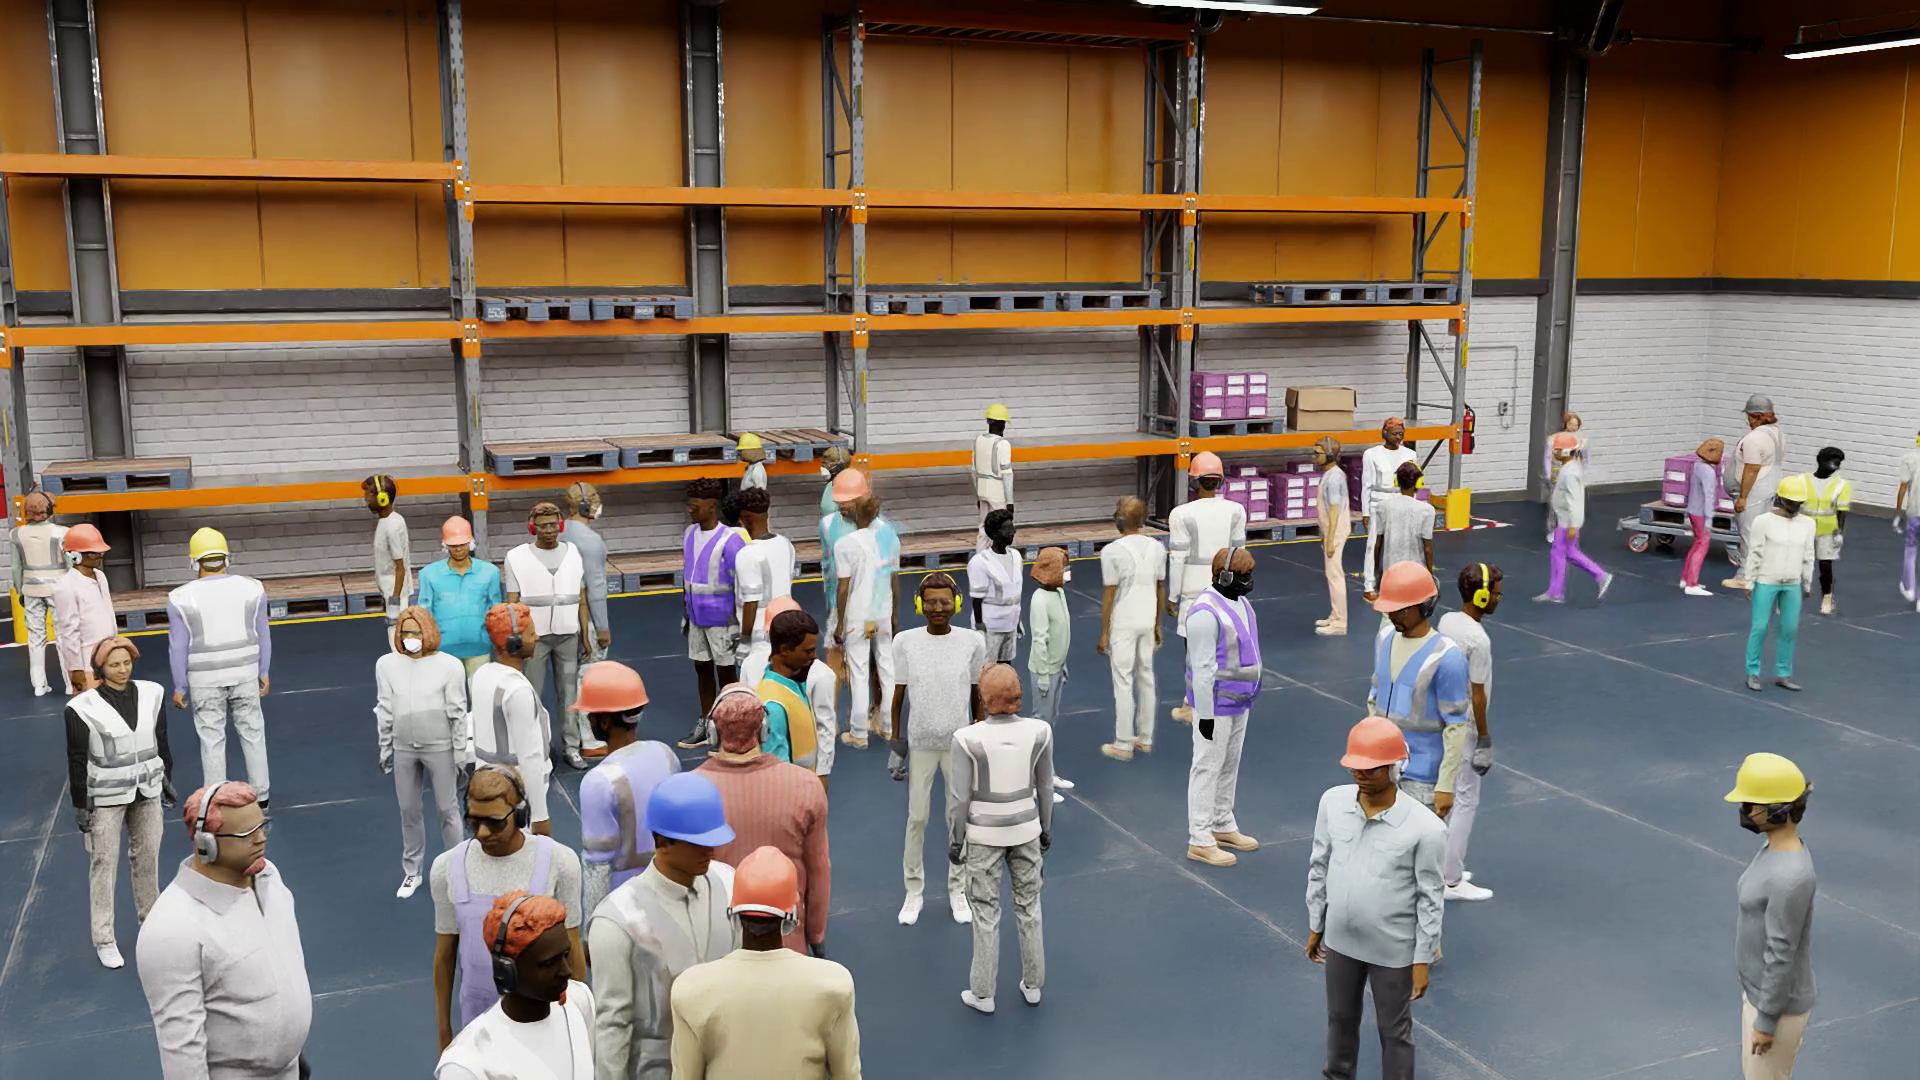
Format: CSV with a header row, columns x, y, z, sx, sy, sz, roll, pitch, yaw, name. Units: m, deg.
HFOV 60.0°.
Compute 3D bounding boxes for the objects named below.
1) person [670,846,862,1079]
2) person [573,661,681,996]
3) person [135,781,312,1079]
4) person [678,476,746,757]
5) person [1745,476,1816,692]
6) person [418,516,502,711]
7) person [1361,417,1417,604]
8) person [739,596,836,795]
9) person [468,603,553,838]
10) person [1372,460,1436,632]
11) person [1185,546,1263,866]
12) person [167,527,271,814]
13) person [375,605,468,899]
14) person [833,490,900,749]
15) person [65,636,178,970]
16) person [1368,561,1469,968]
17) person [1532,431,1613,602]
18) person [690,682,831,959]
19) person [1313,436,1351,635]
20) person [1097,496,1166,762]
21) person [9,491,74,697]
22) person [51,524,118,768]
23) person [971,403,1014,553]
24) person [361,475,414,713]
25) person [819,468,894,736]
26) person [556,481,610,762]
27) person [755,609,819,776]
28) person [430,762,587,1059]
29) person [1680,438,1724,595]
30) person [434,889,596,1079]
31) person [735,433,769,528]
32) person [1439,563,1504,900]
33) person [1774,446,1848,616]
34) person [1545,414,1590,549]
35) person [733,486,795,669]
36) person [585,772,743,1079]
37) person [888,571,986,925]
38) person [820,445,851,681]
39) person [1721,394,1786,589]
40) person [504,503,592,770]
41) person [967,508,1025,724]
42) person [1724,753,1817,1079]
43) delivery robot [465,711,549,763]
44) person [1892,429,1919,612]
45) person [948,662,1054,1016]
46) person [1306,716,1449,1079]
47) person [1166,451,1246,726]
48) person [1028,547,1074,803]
x,y,z,sx,sy,sz,roll,pitch,yaw,name
-0.580,1.774,5.018,0.574,1.749,0.333,-1,10,-6,person
-1.322,1.423,6.549,0.382,1.930,0.540,4,11,24,person
-2.217,1.671,5.172,0.409,1.909,0.641,1,10,4,person
-1.736,0.527,11.592,0.613,1.963,0.361,9,13,41,person
6.521,0.351,13.222,0.539,1.754,0.361,0,10,-1,person
-3.342,0.704,11.179,0.563,1.753,0.327,-4,11,-22,person
4.266,-0.291,16.581,0.568,1.878,0.351,-1,10,-8,person
-0.914,1.148,8.614,0.563,1.756,0.318,4,11,21,person
-2.087,1.223,7.820,0.353,1.883,0.572,-8,12,-38,person
3.533,0.294,13.246,0.510,1.862,0.327,7,12,36,person
1.524,0.942,9.593,0.429,1.837,0.624,6,12,32,person
-4.546,0.830,10.240,0.588,1.830,0.404,-7,12,-37,person
-2.903,1.146,9.015,0.493,1.625,0.280,1,10,6,person
-0.660,0.558,11.758,0.506,1.846,0.350,-6,11,-29,person
-4.136,1.273,8.232,0.309,1.639,0.523,6,12,32,person
2.169,1.097,8.110,0.402,2.032,0.612,-4,11,-24,person
6.141,-0.219,16.570,0.678,1.729,0.576,4,10,19,person
-0.809,1.477,6.282,0.643,1.913,0.400,-2,10,-11,person
3.402,-0.040,15.273,0.375,1.833,0.517,2,10,10,person
1.176,0.611,11.518,0.519,1.831,0.422,-5,11,-28,person
-7.172,0.431,13.086,0.511,1.641,0.308,0,10,-2,person
-5.661,0.759,10.866,0.329,1.751,0.571,-1,10,-5,person
0.366,-0.469,17.441,0.369,1.927,0.584,-8,13,-38,person
-4.251,0.435,12.418,0.329,1.865,0.518,-4,11,-22,person
-0.796,0.485,11.723,0.620,1.991,1.014,4,11,24,person
-2.606,0.556,11.501,0.373,1.941,0.627,-8,13,-38,person
-0.799,1.250,7.574,0.380,1.913,0.596,0,10,-2,person
-1.516,1.628,5.632,0.518,1.836,0.347,0,10,-2,person
7.629,-0.246,17.065,0.306,1.614,0.520,2,10,11,person
-1.098,1.826,4.350,0.355,1.882,0.576,3,10,18,person
-2.034,-0.183,16.332,0.325,1.740,0.492,-3,10,-14,person
2.728,1.032,9.011,0.322,1.856,0.529,-1,10,-8,person
8.203,-0.090,16.023,0.580,1.672,0.414,3,10,18,person
7.195,-0.704,19.771,0.504,1.586,0.915,2,10,13,person
-1.320,0.614,11.112,0.386,1.958,0.608,4,11,22,person
-0.871,1.655,5.187,0.415,1.939,0.607,8,12,38,person
-0.108,1.080,8.669,0.538,1.875,0.313,0,10,-2,person
-0.962,0.181,13.662,0.355,1.937,0.634,-5,11,-25,person
8.250,-0.514,17.373,0.684,2.000,0.538,-9,13,-43,person
-2.762,0.655,11.200,0.565,1.846,0.390,-6,11,-30,person
0.265,0.615,11.853,0.321,1.699,0.529,8,13,40,person
2.856,1.617,5.925,0.342,1.756,0.532,4,11,21,person
-3.110,1.280,11.047,0.707,0.478,0.477,-6,11,-30,delivery robot
9.552,-0.242,16.450,0.571,1.811,0.965,5,11,27,person
0.192,1.373,7.665,0.522,1.636,0.310,-4,11,-20,person
1.578,1.530,6.422,0.563,1.751,0.329,9,13,42,person
1.804,0.362,12.322,0.608,2.044,0.371,-3,10,-18,person
0.585,0.849,10.694,0.281,1.634,0.498,3,10,17,person
